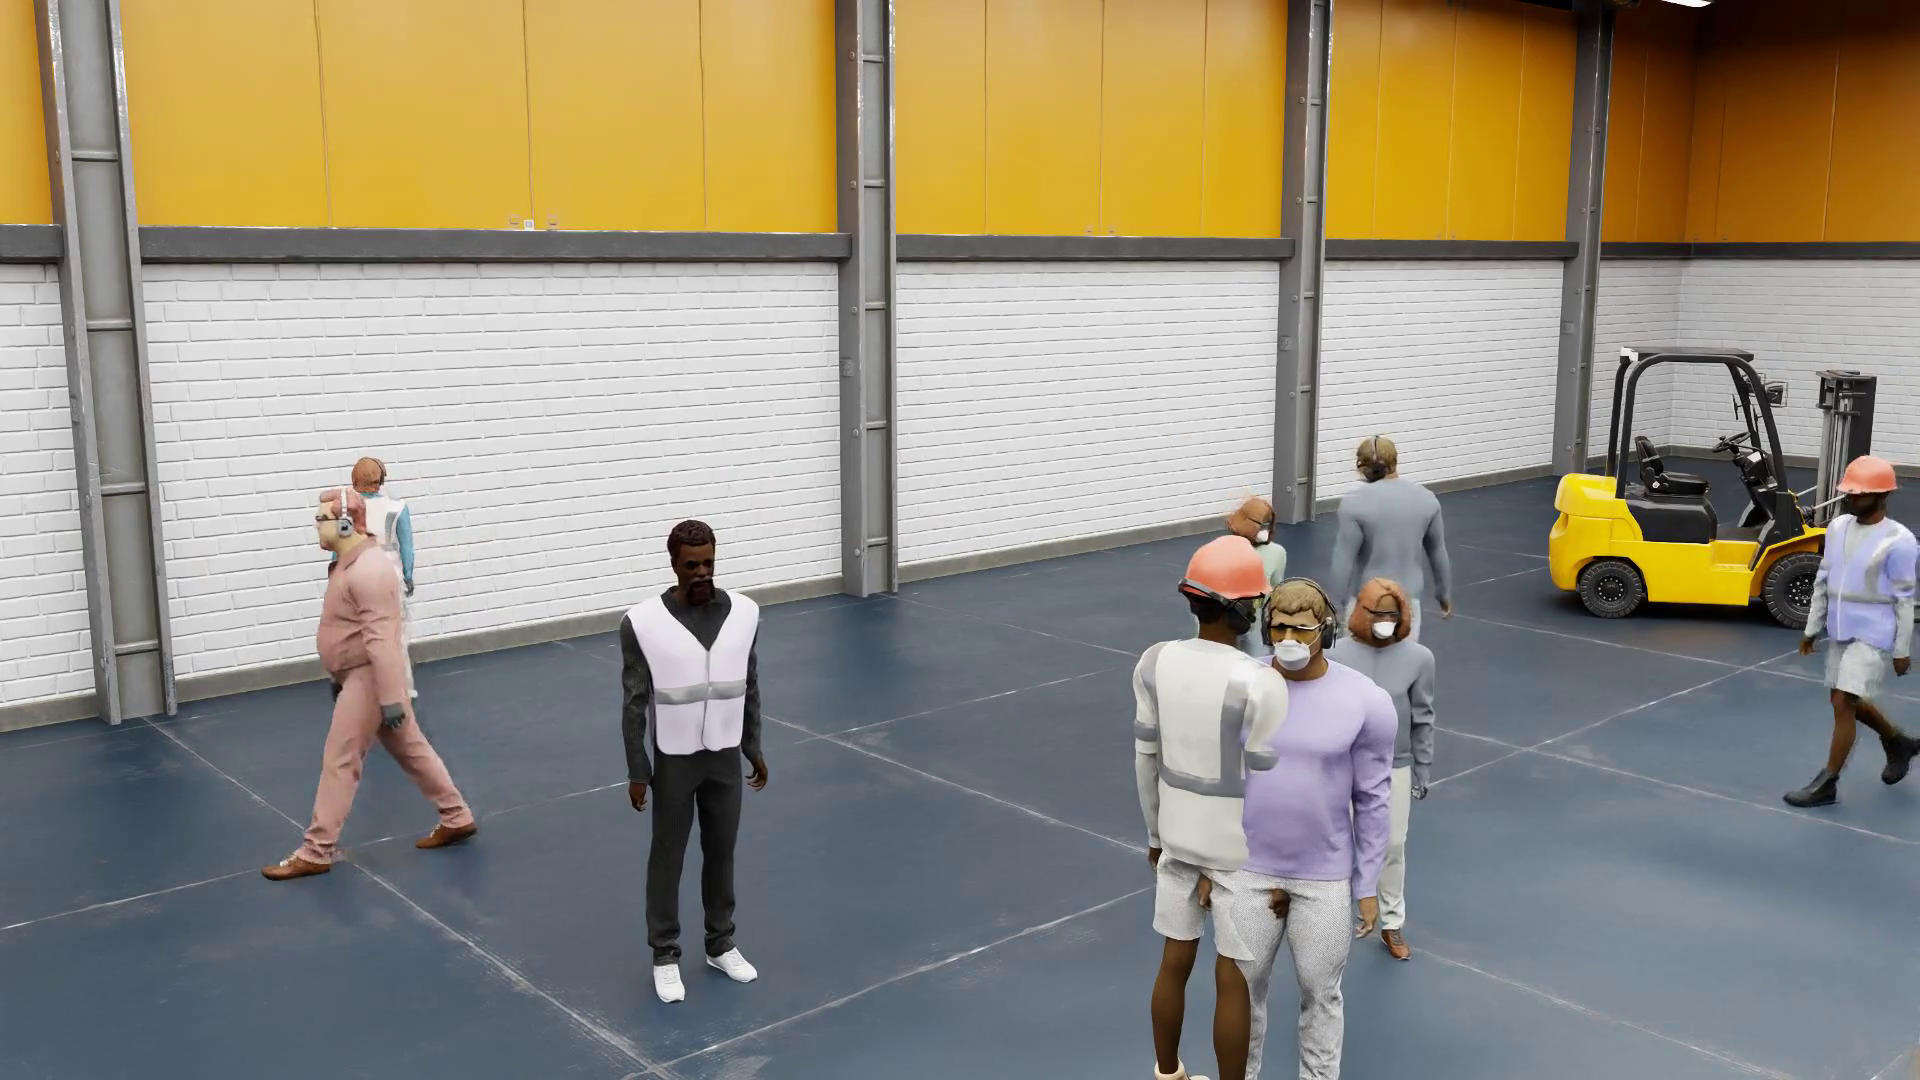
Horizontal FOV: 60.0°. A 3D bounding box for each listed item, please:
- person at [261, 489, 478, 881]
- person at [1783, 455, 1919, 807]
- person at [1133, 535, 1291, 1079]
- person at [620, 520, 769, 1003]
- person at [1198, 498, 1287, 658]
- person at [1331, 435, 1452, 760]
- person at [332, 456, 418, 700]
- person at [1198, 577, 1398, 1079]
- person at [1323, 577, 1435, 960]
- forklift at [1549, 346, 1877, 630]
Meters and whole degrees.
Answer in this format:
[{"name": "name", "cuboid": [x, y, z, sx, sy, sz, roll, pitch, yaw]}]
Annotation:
[{"name": "person", "cuboid": [-2.845, 0.664, 8.024, 1.005, 1.856, 0.663, -4, 10, -22]}, {"name": "person", "cuboid": [4.882, 0.483, 8.909, 0.845, 1.913, 0.542, -3, 10, -15]}, {"name": "person", "cuboid": [0.852, 0.995, 5.506, 0.374, 2.044, 0.607, -9, 13, -43]}, {"name": "person", "cuboid": [-1.062, 0.860, 6.664, 0.600, 1.917, 0.376, -7, 12, -34]}, {"name": "person", "cuboid": [1.613, 0.543, 9.492, 0.529, 1.575, 0.884, -1, 10, -6]}, {"name": "person", "cuboid": [2.508, 0.354, 9.643, 0.760, 1.924, 0.429, -2, 10, -14]}, {"name": "person", "cuboid": [-3.836, 0.275, 10.900, 0.515, 1.641, 0.315, -2, 10, -11]}, {"name": "person", "cuboid": [1.064, 1.072, 5.365, 0.630, 1.940, 0.373, 3, 10, 18]}, {"name": "person", "cuboid": [1.719, 0.955, 6.965, 0.501, 1.627, 0.276, 1, 10, 4]}, {"name": "forklift", "cuboid": [6.109, -0.478, 13.691, 2.313, 2.155, 1.214, 3, 10, 16]}]
